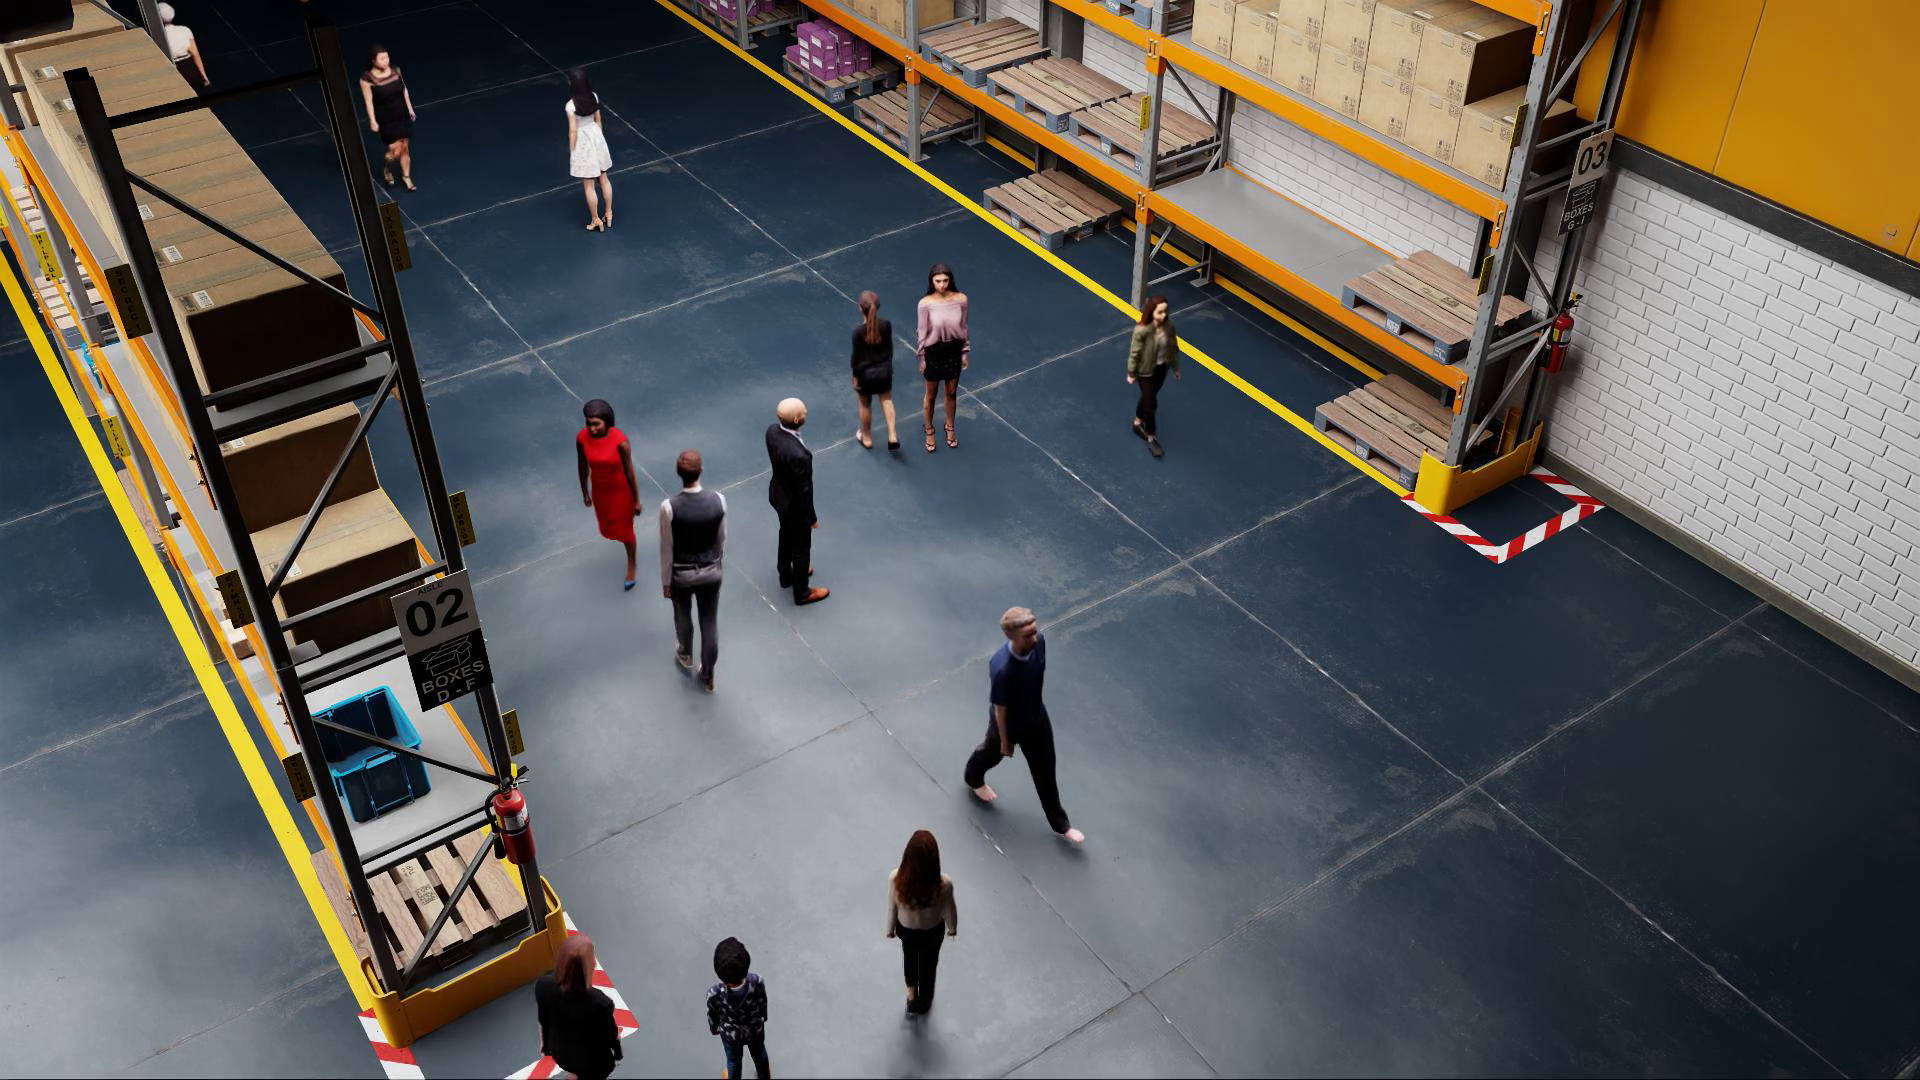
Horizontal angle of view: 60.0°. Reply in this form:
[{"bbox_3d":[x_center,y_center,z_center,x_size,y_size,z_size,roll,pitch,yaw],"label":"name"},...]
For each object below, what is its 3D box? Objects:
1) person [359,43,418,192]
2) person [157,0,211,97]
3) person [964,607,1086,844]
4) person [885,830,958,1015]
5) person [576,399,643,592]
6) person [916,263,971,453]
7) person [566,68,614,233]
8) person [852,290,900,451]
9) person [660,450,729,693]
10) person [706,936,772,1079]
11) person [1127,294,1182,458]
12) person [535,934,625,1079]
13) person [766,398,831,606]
[{"bbox_3d":[-6.204,-4.565,18.004,0.808,1.703,0.764,24,45,27],"label":"person"},{"bbox_3d":[-8.682,-5.132,18.695,0.759,1.726,1.044,-32,48,-33],"label":"person"},{"bbox_3d":[0.290,1.135,10.779,1.268,1.812,0.848,30,47,32],"label":"person"},{"bbox_3d":[-0.240,2.285,9.608,0.679,1.475,0.735,5,39,6],"label":"person"},{"bbox_3d":[-2.636,-0.408,12.780,0.845,1.726,0.916,1,39,2],"label":"person"},{"bbox_3d":[-0.150,-1.547,14.138,0.694,1.811,0.653,-9,39,-11],"label":"person"},{"bbox_3d":[-3.864,-4.060,17.314,0.714,1.775,0.712,28,47,31],"label":"person"},{"bbox_3d":[-0.696,-1.412,14.181,0.654,1.547,0.822,-17,42,-20],"label":"person"},{"bbox_3d":[-1.846,0.292,11.754,0.829,1.913,0.904,-12,40,-15],"label":"person"},{"bbox_3d":[-1.227,2.685,9.290,0.536,1.248,0.538,-12,40,-15],"label":"person"},{"bbox_3d":[1.612,-1.496,14.355,0.617,1.460,0.759,-22,44,-26],"label":"person"},{"bbox_3d":[-2.038,2.792,8.805,0.768,1.686,0.834,9,40,12],"label":"person"},{"bbox_3d":[-1.267,-0.300,12.588,0.745,1.798,0.521,-21,43,-24],"label":"person"}]
